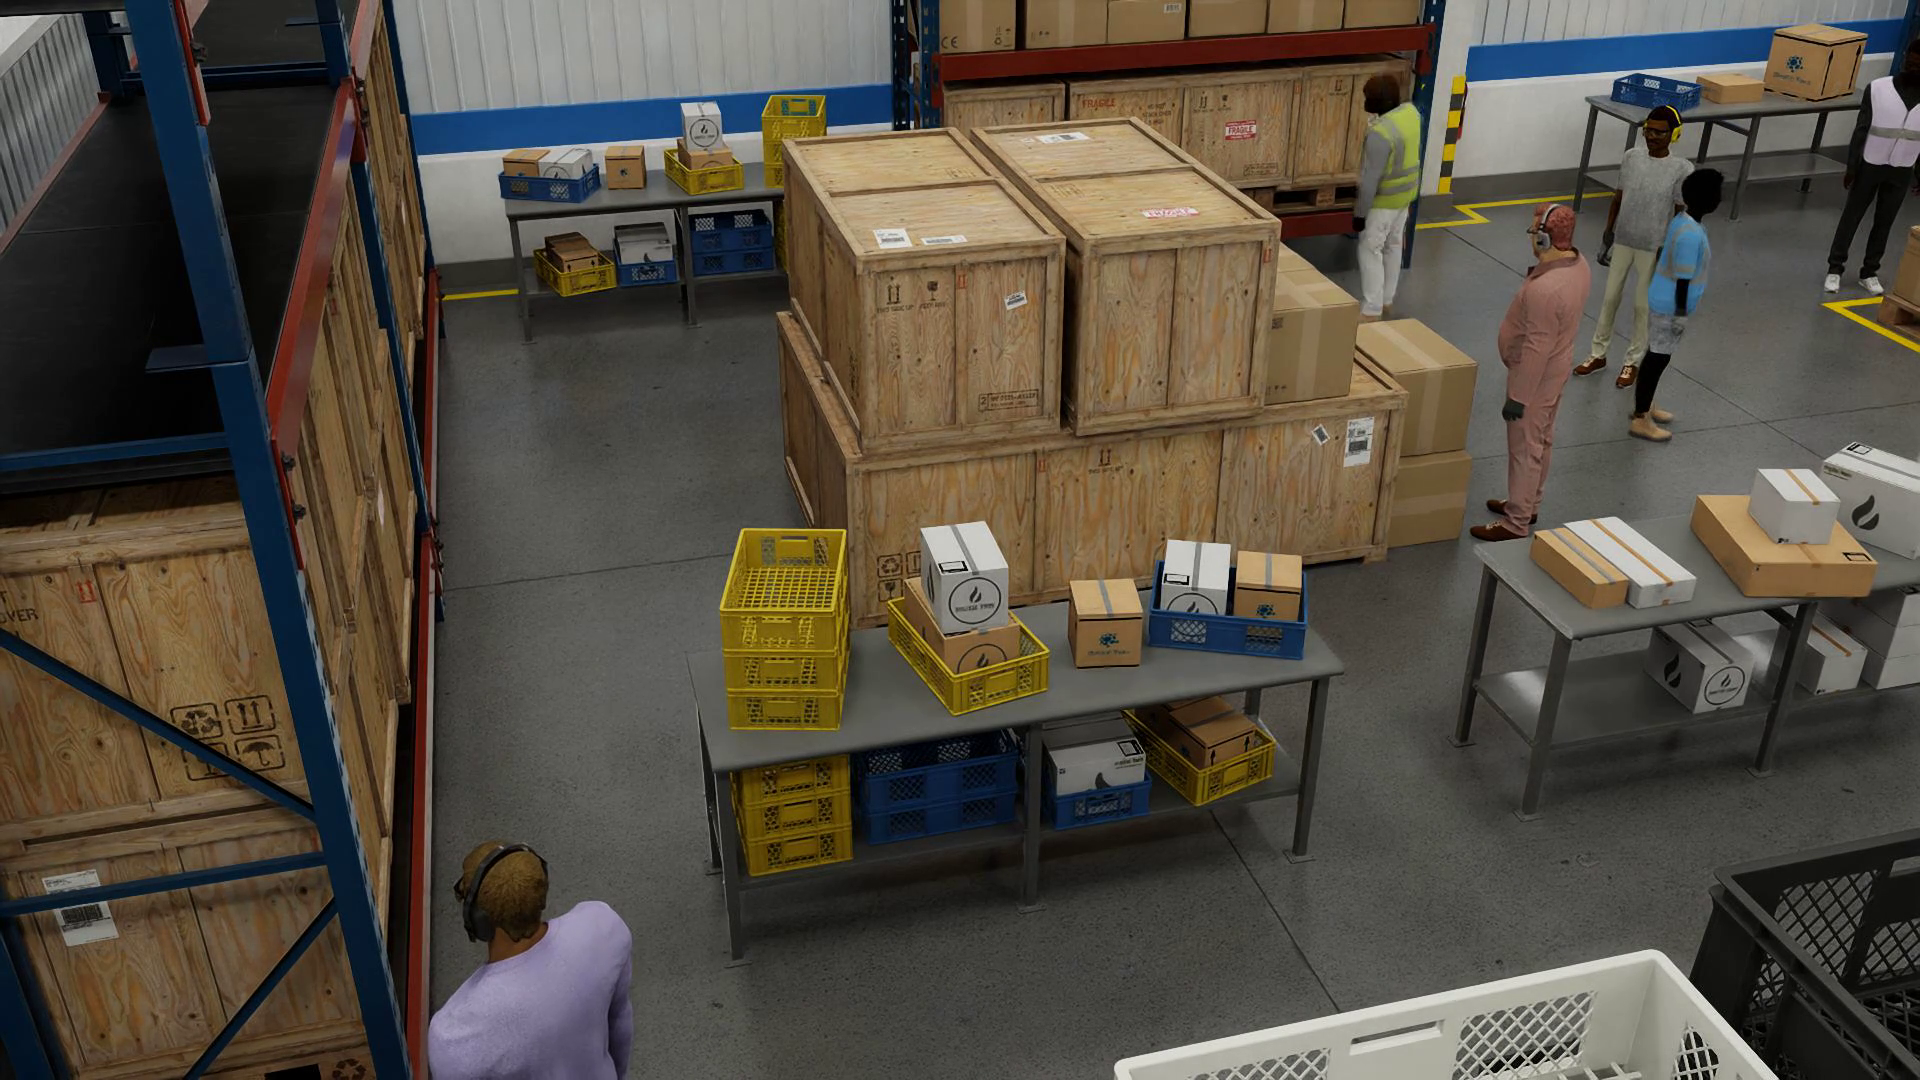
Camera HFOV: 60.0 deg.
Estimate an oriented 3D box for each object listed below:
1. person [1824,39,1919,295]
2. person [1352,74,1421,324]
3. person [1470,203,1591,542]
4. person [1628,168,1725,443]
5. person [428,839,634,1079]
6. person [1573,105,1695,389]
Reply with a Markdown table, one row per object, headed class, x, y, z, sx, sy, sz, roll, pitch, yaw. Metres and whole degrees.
| class | x | y | z | sx | sy | sz | roll | pitch | yaw |
| --- | --- | --- | --- | --- | --- | --- | --- | --- | --- |
| person | 6.950 | -2.798 | 12.476 | 0.587 | 1.915 | 0.394 | 6 | 29 | 10 |
| person | 3.051 | -2.441 | 11.948 | 0.433 | 1.813 | 0.711 | 21 | 35 | 33 |
| person | 3.095 | -0.889 | 9.025 | 0.399 | 1.902 | 0.642 | 17 | 33 | 28 |
| person | 4.406 | -1.455 | 10.259 | 0.317 | 1.696 | 0.540 | 9 | 30 | 16 |
| person | -1.108 | 1.597 | 4.475 | 0.370 | 1.939 | 0.631 | 16 | 33 | 27 |
| person | 4.451 | -1.928 | 10.942 | 0.508 | 1.872 | 0.328 | 25 | 38 | 38 |
